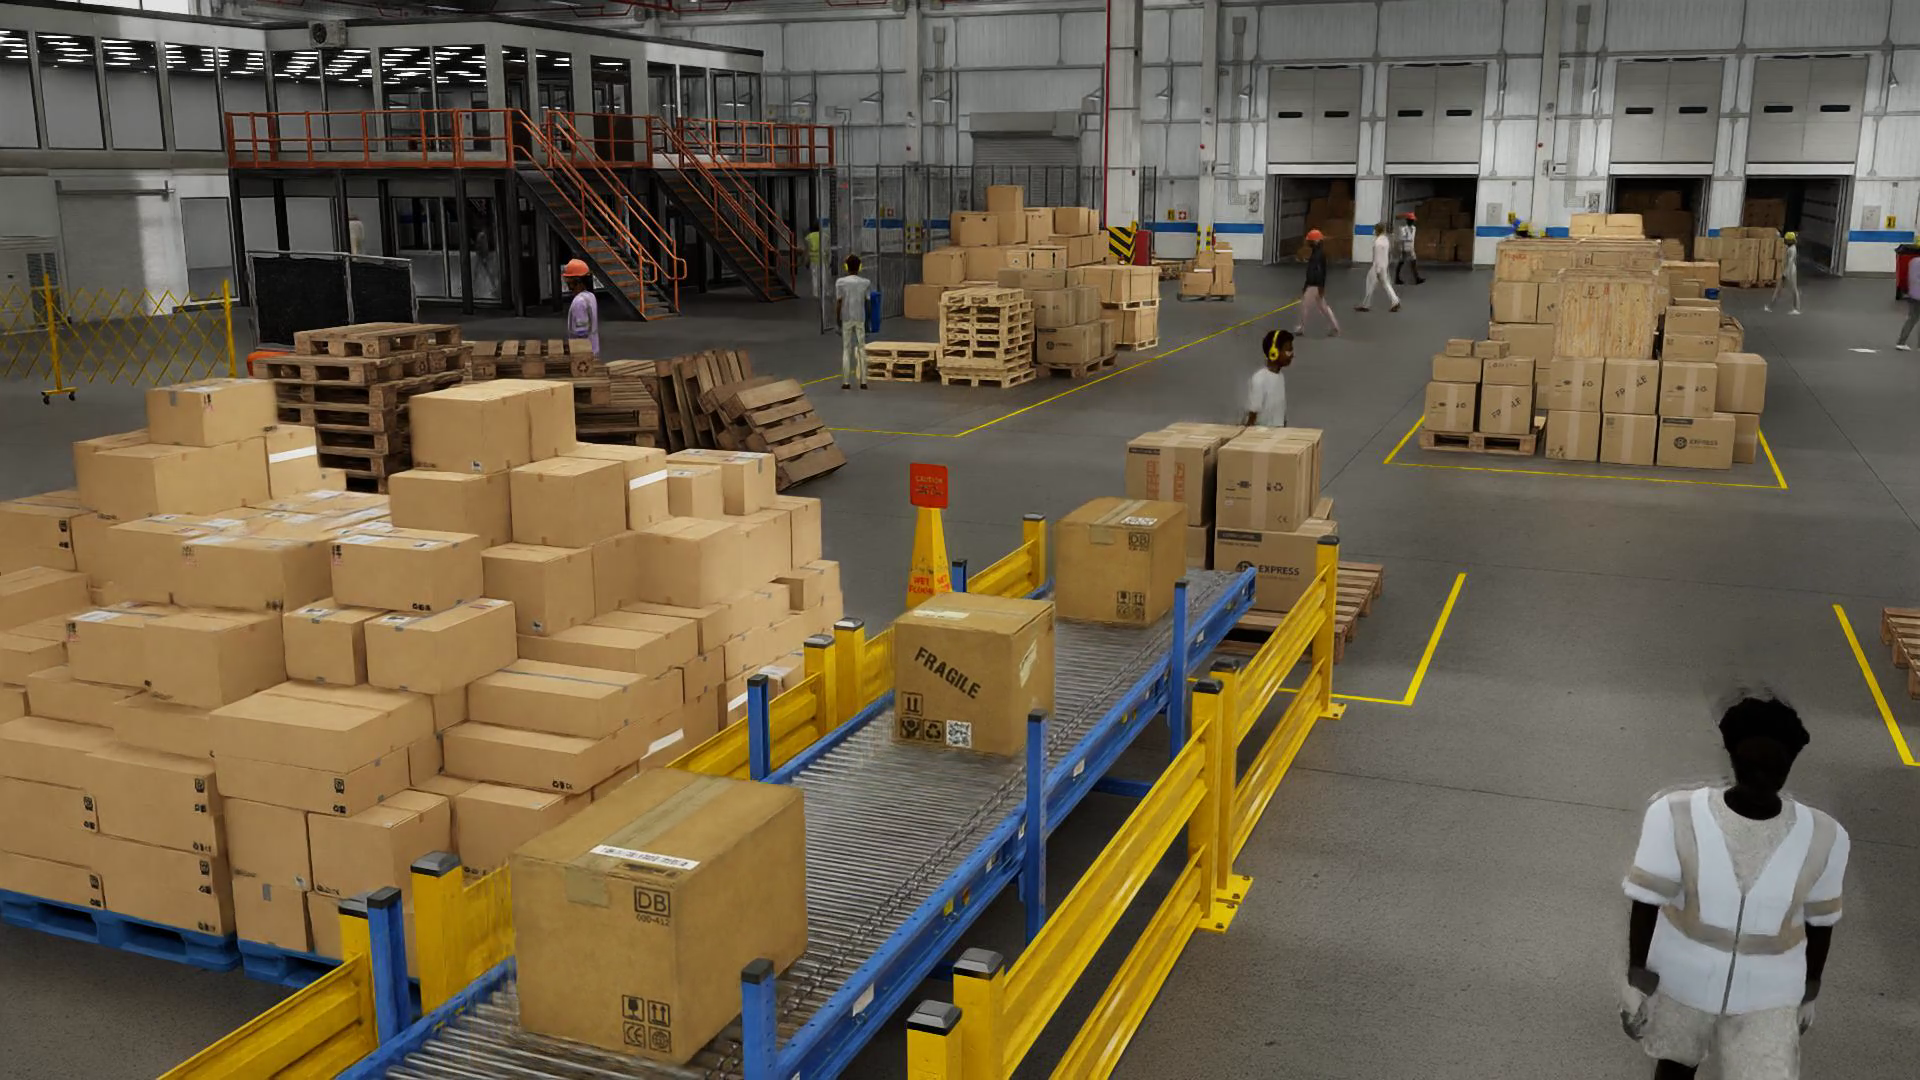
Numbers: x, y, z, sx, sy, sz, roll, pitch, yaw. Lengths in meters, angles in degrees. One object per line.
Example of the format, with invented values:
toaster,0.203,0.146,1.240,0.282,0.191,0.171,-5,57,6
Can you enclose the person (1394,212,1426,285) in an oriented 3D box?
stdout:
person,11.806,-7.628,43.628,0.567,1.886,0.994,-8,15,-30

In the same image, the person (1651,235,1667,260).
person,13.045,-4.849,31.383,0.931,1.806,0.637,-3,13,-14

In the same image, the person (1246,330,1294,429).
person,2.282,-0.700,12.713,0.910,1.834,0.530,7,14,27

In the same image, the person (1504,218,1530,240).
person,12.550,-6.283,37.557,0.616,1.956,0.583,0,13,0

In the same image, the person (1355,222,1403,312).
person,8.956,-5.783,35.331,0.951,1.911,0.628,9,15,34

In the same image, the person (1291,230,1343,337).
person,6.483,-4.635,30.100,1.015,1.952,0.617,2,13,8

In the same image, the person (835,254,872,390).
person,-1.472,-2.992,22.930,0.503,1.861,0.328,-3,13,-13

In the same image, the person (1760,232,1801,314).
person,17.417,-5.639,35.134,0.850,1.701,0.504,4,13,16

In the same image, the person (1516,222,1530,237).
person,12.192,-5.885,35.818,0.886,1.900,0.594,2,13,10

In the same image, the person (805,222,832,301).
person,-3.270,-6.481,38.705,0.629,1.798,0.868,1,13,4

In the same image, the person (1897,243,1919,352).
person,16.052,-4.100,27.759,0.384,1.926,0.602,-2,13,-9

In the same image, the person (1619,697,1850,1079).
person,2.097,1.204,4.568,0.545,1.655,0.888,5,13,21

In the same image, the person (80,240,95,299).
person,-19.211,-6.042,36.485,0.407,1.902,0.639,-1,13,-6

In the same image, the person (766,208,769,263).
person,-5.762,-8.825,48.766,0.378,1.995,0.622,4,13,16

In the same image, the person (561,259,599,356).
person,-4.156,-2.046,18.254,0.373,2.042,0.614,0,13,-2
